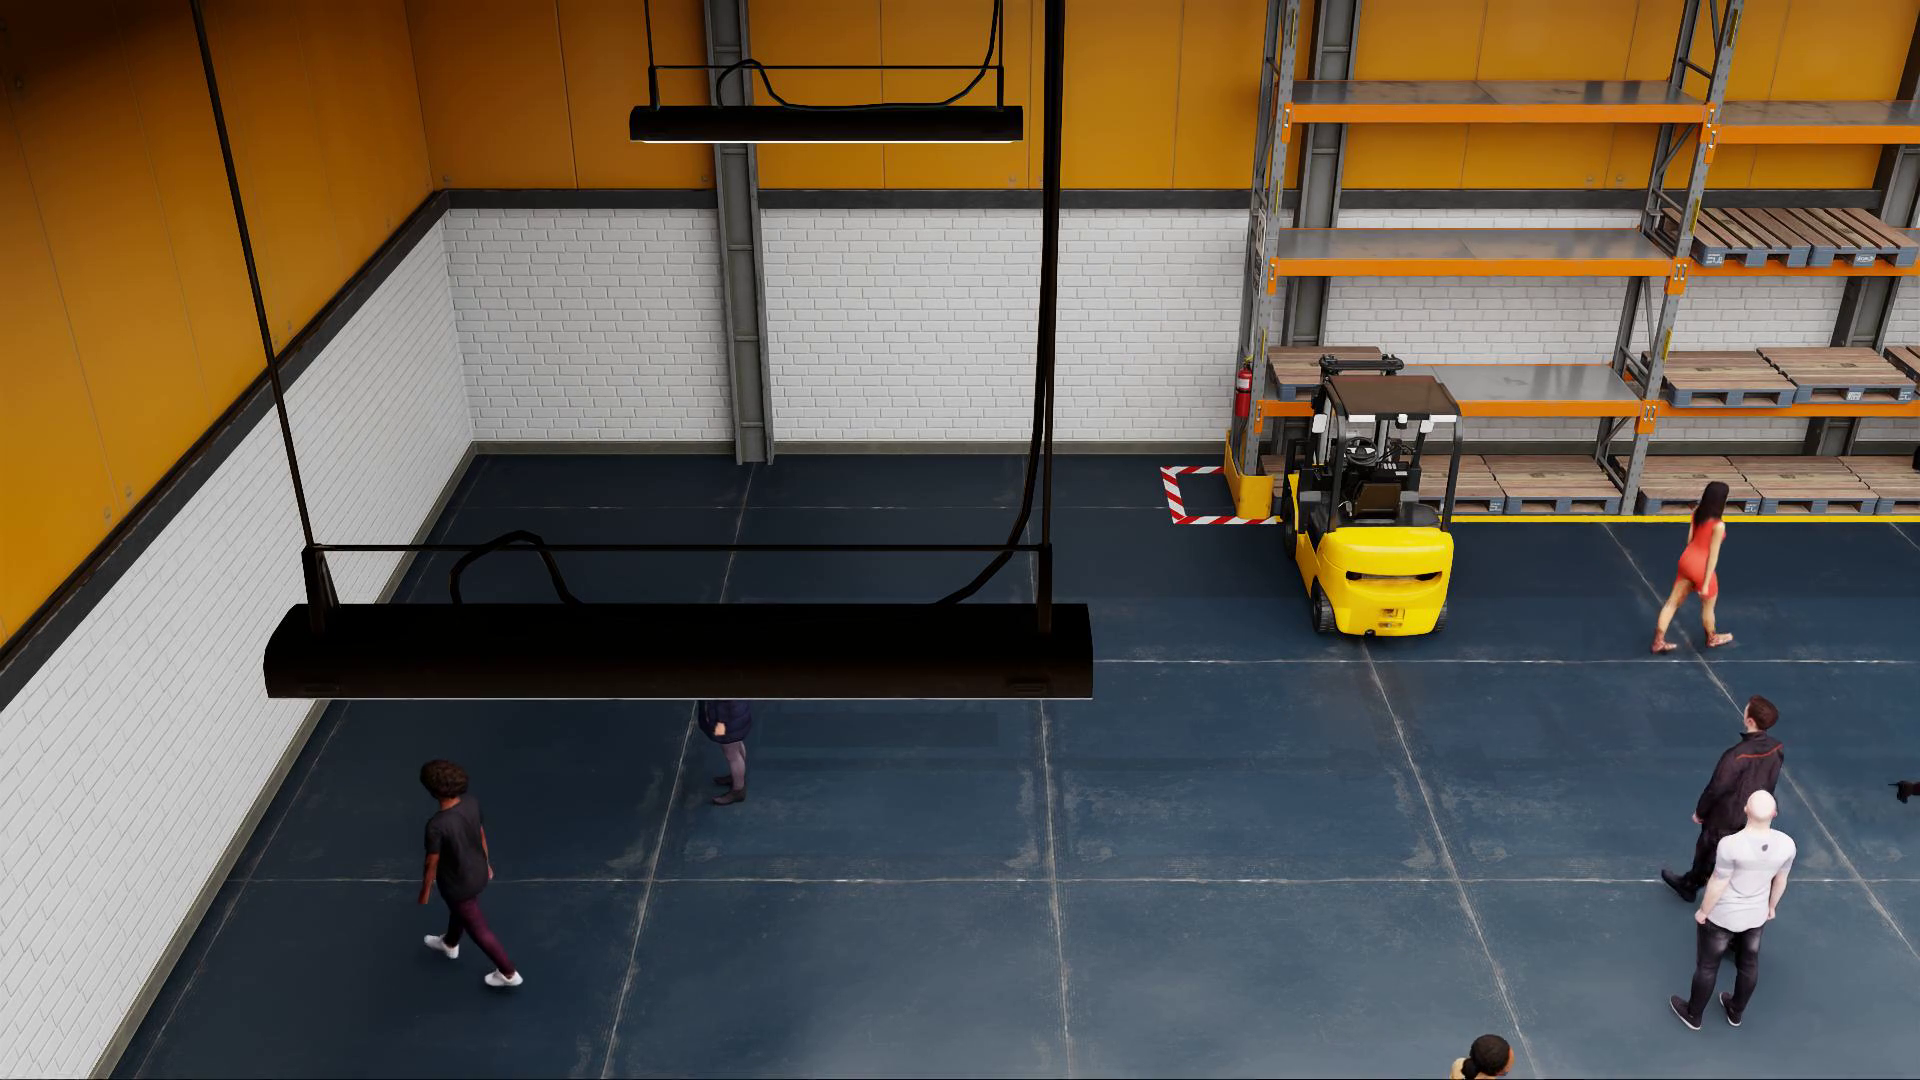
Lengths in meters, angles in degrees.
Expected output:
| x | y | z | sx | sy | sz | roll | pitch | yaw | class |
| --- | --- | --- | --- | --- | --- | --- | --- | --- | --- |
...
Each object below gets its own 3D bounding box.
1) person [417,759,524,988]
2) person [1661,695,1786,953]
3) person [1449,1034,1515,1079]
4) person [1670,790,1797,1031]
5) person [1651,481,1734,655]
| x | y | z | sx | sy | sz | roll | pitch | yaw | class |
| --- | --- | --- | --- | --- | --- | --- | --- | --- | --- |
| -3.245 | 2.256 | 11.036 | 1.181 | 1.743 | 0.896 | 10 | 30 | 18 | person |
| 5.353 | 1.968 | 11.427 | 1.253 | 1.874 | 1.119 | -14 | 32 | -24 | person |
| 2.717 | 3.359 | 9.121 | 0.859 | 1.641 | 0.736 | -8 | 30 | -14 | person |
| 4.996 | 2.379 | 10.712 | 0.527 | 1.837 | 0.732 | -2 | 29 | -4 | person |
| 6.437 | 0.290 | 14.703 | 1.073 | 1.683 | 0.807 | -8 | 30 | -15 | person |
